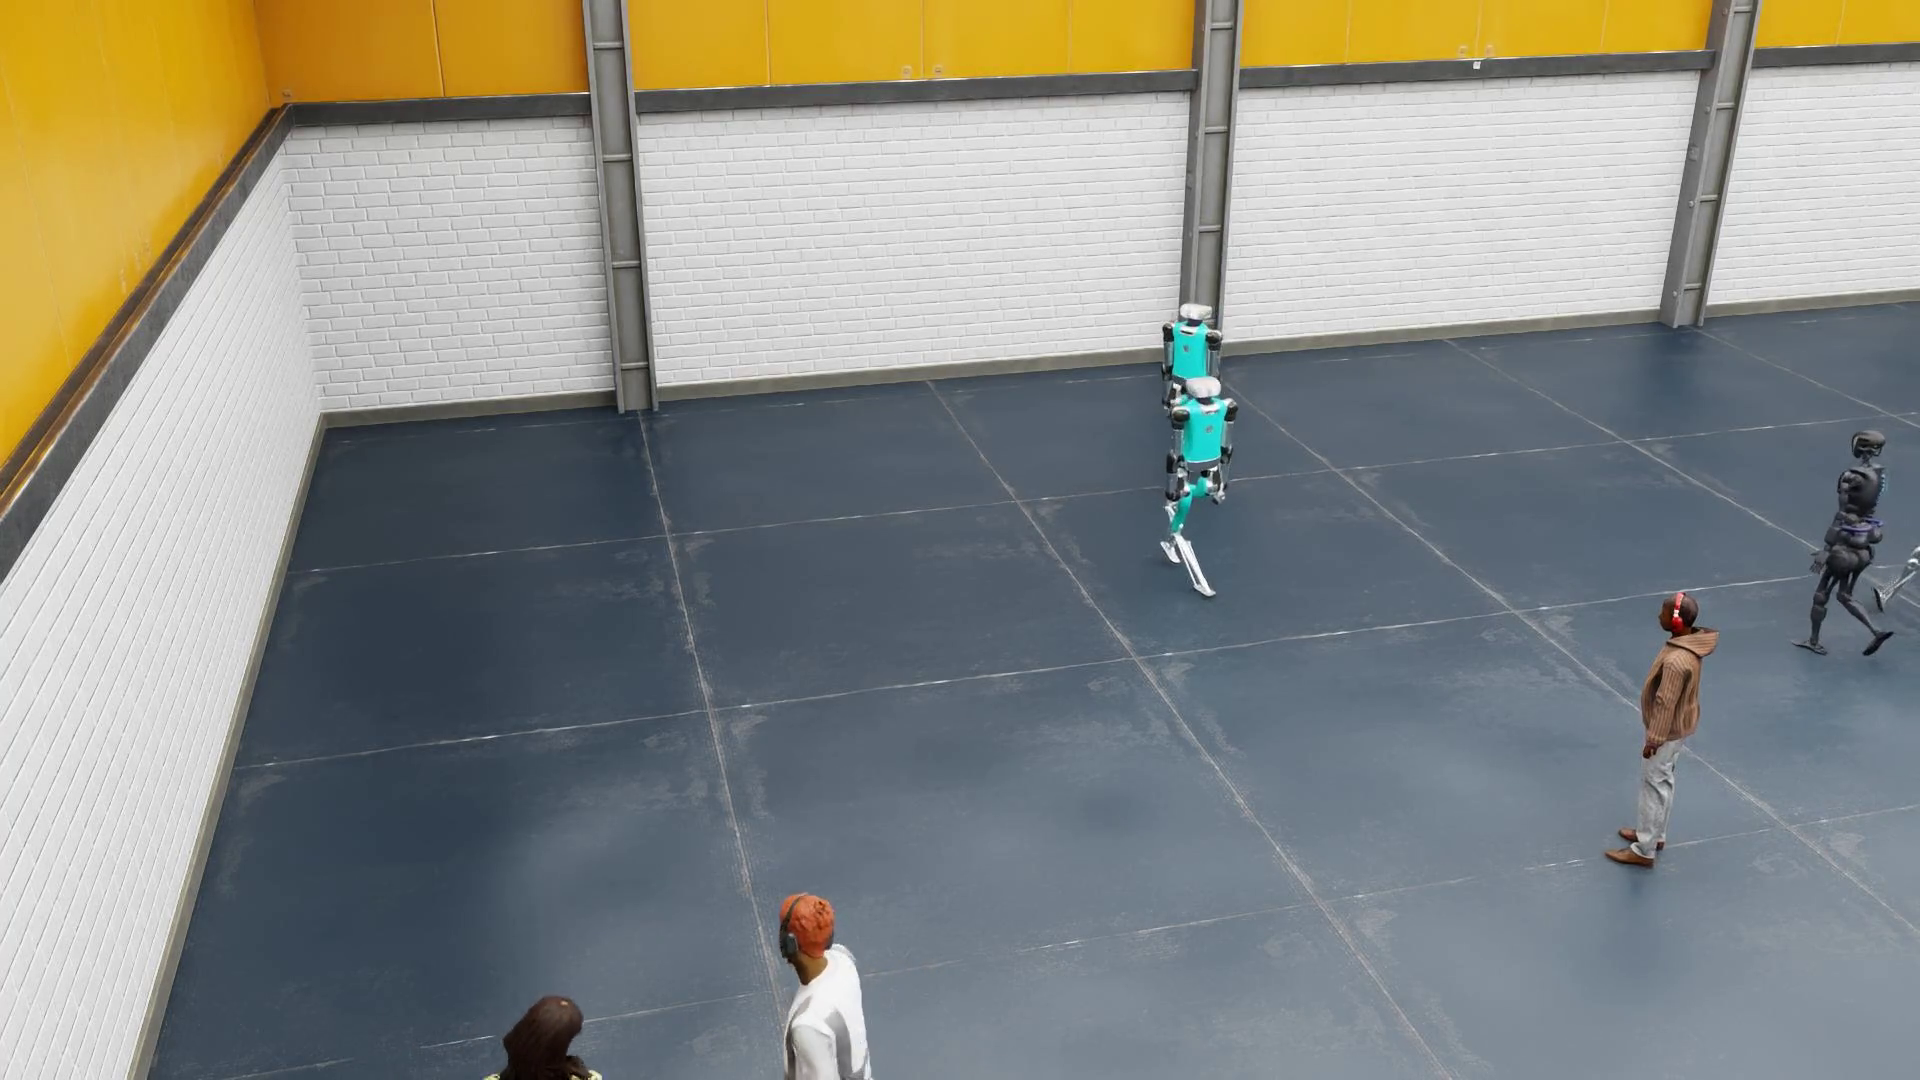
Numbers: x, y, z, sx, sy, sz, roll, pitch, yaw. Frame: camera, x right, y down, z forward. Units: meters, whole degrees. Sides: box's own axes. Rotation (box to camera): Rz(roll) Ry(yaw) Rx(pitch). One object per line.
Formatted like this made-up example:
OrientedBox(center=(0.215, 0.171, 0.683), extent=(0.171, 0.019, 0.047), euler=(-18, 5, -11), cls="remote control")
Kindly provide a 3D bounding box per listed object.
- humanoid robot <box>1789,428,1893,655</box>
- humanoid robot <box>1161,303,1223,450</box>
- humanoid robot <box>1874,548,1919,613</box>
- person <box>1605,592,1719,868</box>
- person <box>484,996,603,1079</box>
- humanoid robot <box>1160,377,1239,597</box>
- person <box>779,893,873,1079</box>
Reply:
OrientedBox(center=(6.229, 0.055, 11.500), extent=(0.612, 1.639, 0.564), euler=(-17, 29, -33), cls="humanoid robot")
OrientedBox(center=(2.127, -1.270, 14.432), extent=(0.544, 1.759, 0.965), euler=(15, 28, 30), cls="humanoid robot")
OrientedBox(center=(7.085, -0.149, 11.908), extent=(0.920, 1.790, 0.547), euler=(16, 28, 32), cls="humanoid robot")
OrientedBox(center=(3.925, 1.054, 9.260), extent=(0.339, 1.641, 0.475), euler=(14, 27, 28), cls="person")
OrientedBox(center=(-1.574, 2.436, 6.004), extent=(0.681, 1.737, 0.382), euler=(-6, 25, -14), cls="person")
OrientedBox(center=(1.687, -0.482, 12.705), extent=(0.539, 1.766, 1.031), euler=(-9, 25, -19), cls="humanoid robot")
OrientedBox(center=(-0.514, 2.213, 6.371), extent=(0.365, 1.851, 0.692), euler=(2, 24, 4), cls="person")
